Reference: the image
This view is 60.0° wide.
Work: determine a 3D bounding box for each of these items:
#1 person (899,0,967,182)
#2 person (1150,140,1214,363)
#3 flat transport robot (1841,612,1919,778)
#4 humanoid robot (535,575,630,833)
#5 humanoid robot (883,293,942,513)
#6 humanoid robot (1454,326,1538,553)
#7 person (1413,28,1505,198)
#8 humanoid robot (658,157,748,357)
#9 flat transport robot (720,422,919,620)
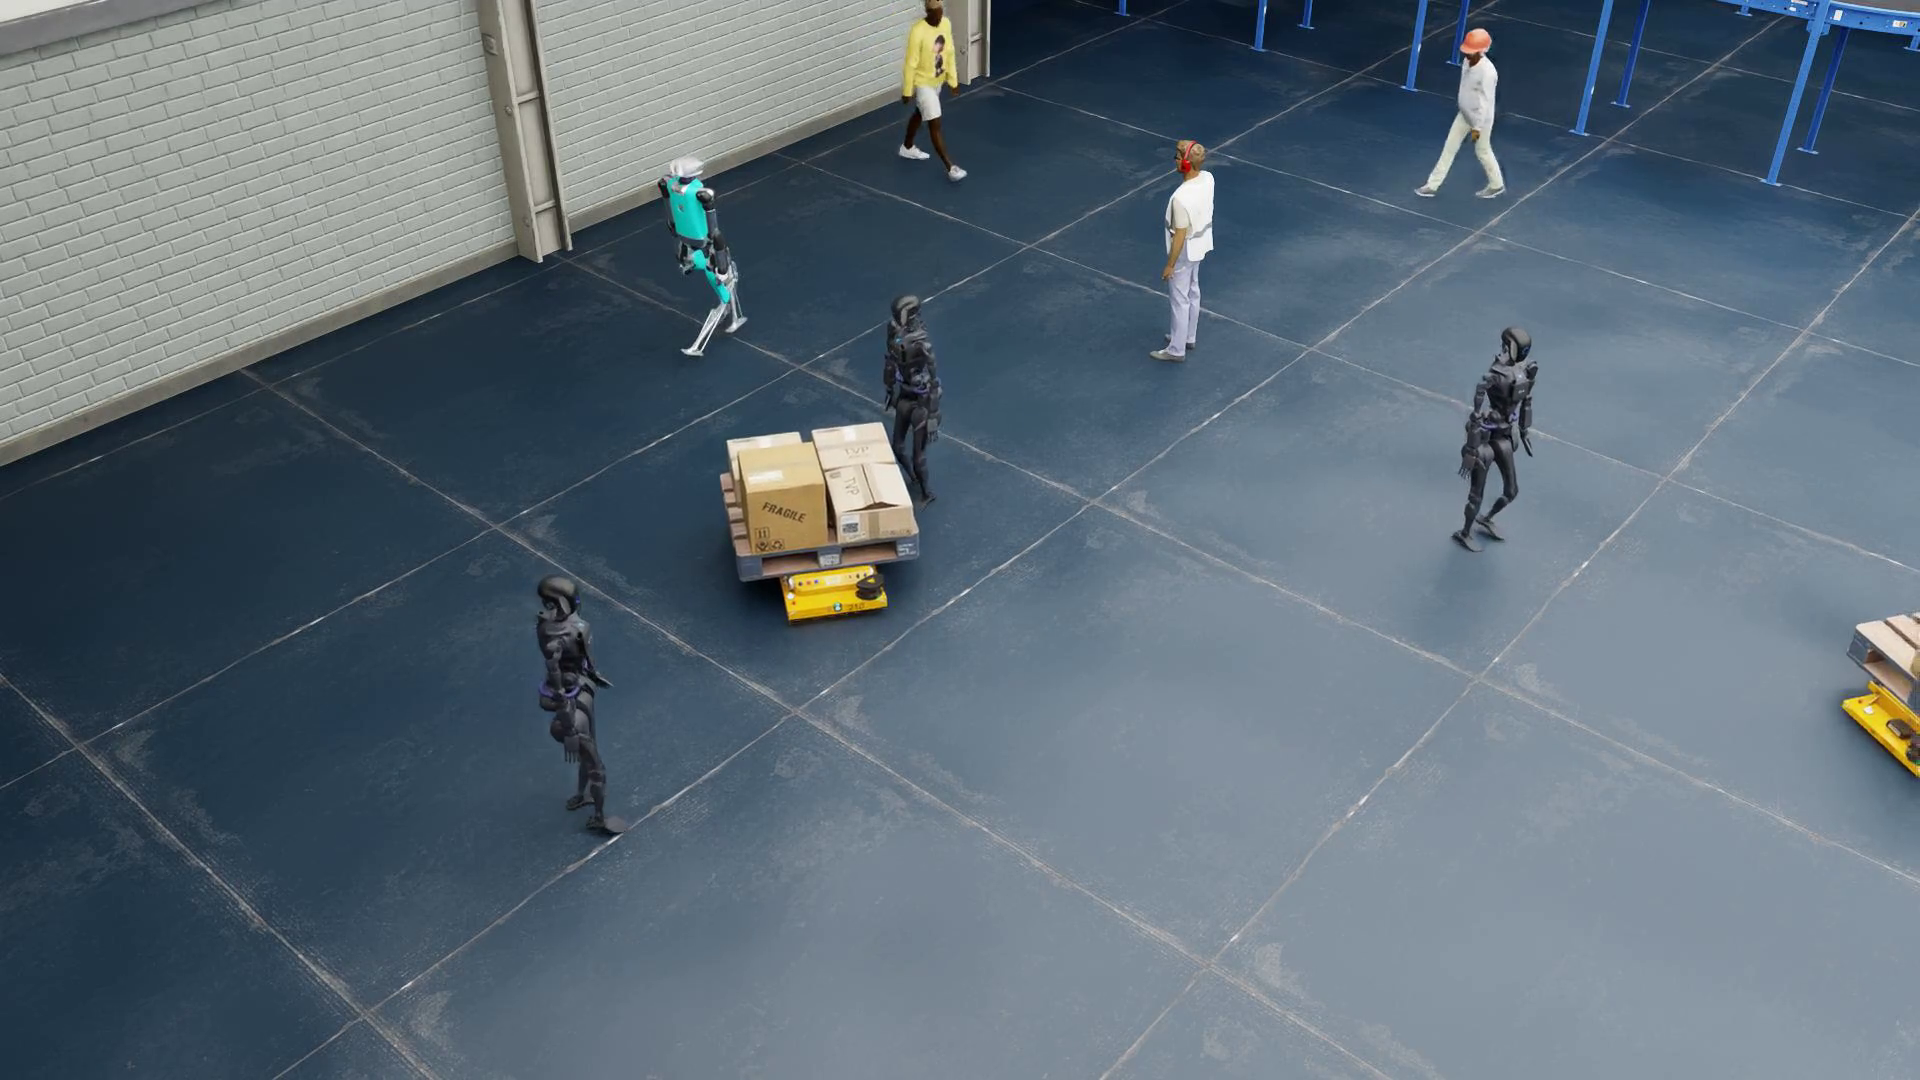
[{"bbox_3d":[-0.272,-4.465,16.314,1.087,1.813,0.558,26,43,31],"label":"person"},{"bbox_3d":[1.800,-2.286,13.239,0.386,1.845,0.567,18,39,23],"label":"person"},{"bbox_3d":[6.114,1.015,9.962,1.431,0.231,0.659,-10,37,-13],"label":"flat transport robot"},{"bbox_3d":[-2.026,0.853,8.979,0.437,1.651,0.606,1,35,2],"label":"humanoid robot"},{"bbox_3d":[-0.324,-0.963,11.527,0.305,1.654,0.608,-25,42,-30],"label":"humanoid robot"},{"bbox_3d":[3.580,-0.666,11.103,0.596,1.650,0.347,-20,40,-26],"label":"humanoid robot"},{"bbox_3d":[4.896,-4.050,15.840,0.916,1.693,0.595,-9,36,-12],"label":"person"},{"bbox_3d":[-1.976,-2.322,13.387,0.530,1.723,1.045,21,41,27],"label":"humanoid robot"},{"bbox_3d":[-0.954,0.017,11.364,0.659,0.231,1.431,-8,36,-10],"label":"flat transport robot"}]
